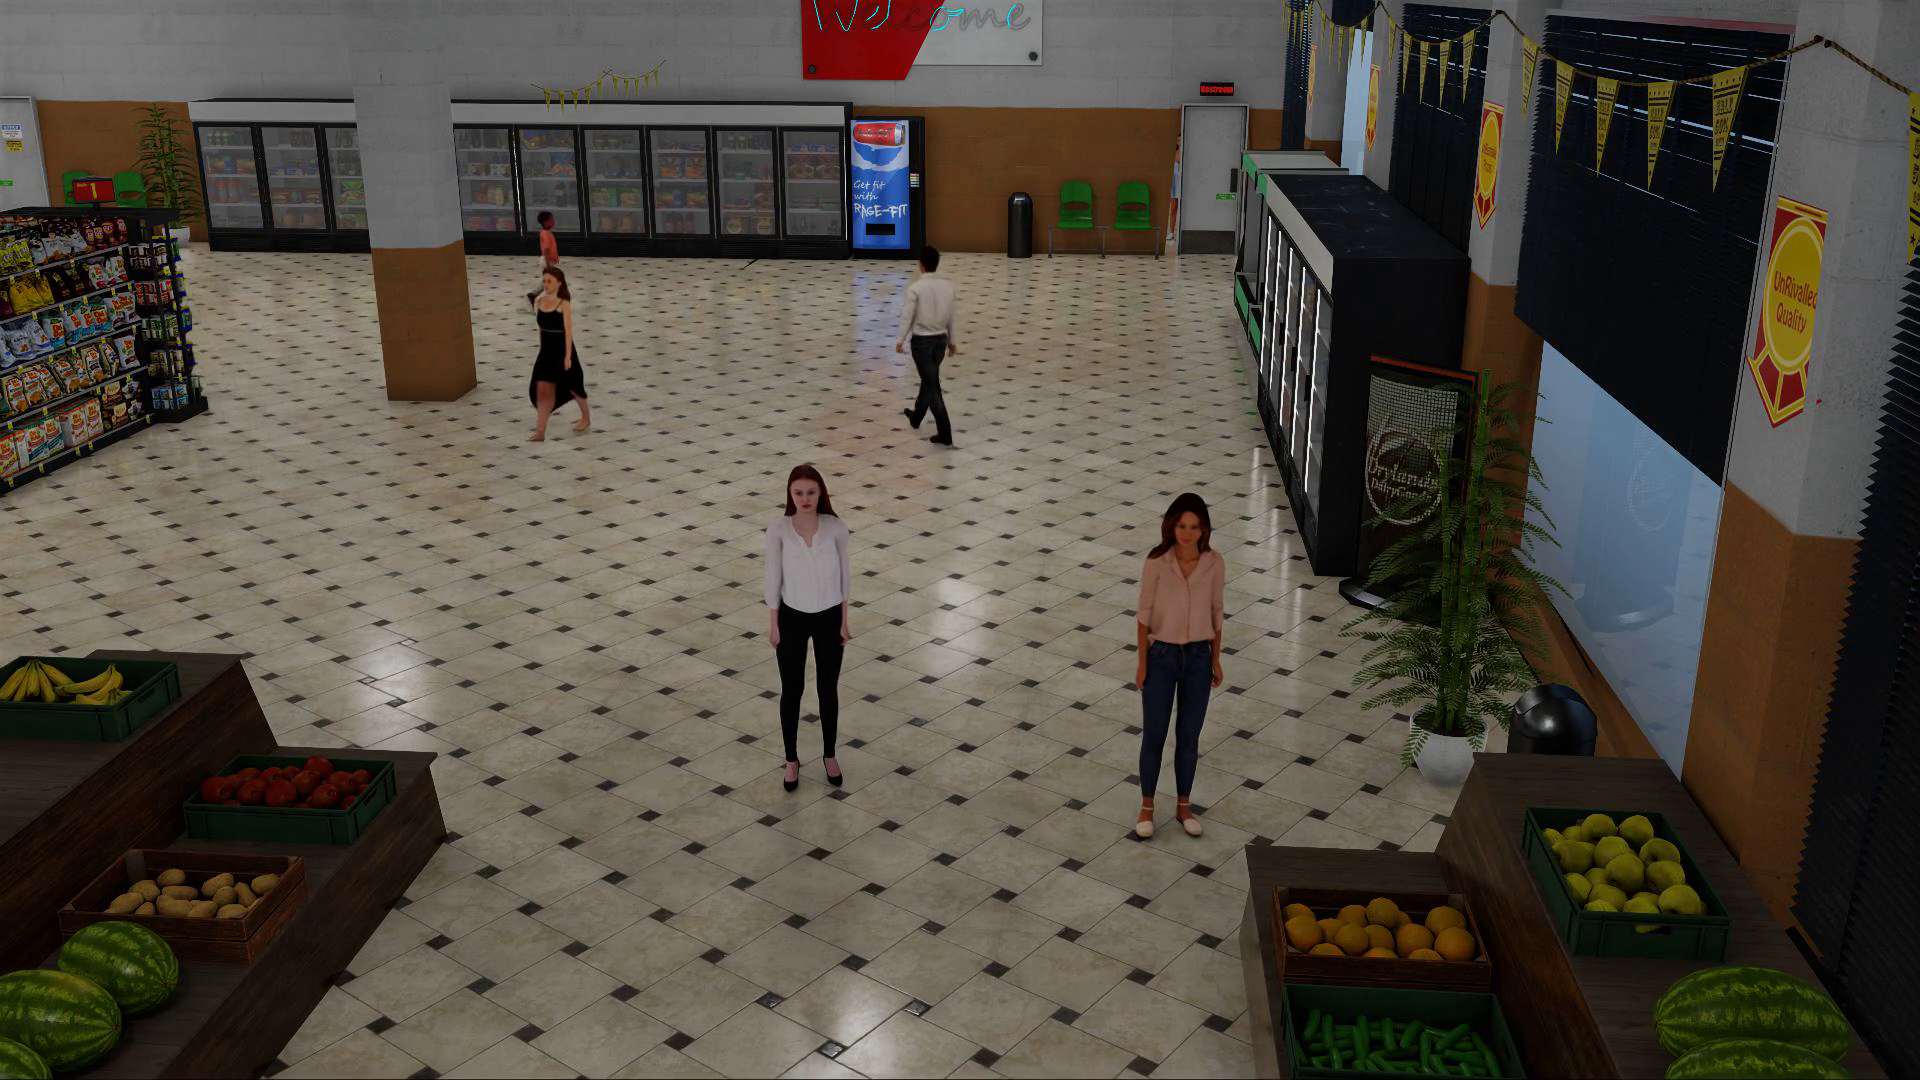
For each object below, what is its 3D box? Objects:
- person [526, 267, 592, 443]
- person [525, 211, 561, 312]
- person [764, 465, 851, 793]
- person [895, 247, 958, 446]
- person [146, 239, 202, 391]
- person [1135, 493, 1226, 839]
[{"bbox_3d":[-3.655,-1.701,15.376,0.846,1.572,1.180,8,20,23],"label":"person"},{"bbox_3d":[-5.320,-3.544,21.267,0.713,1.301,0.792,-4,19,-13],"label":"person"},{"bbox_3d":[-0.782,0.459,8.678,0.652,1.760,0.600,-4,19,-12],"label":"person"},{"bbox_3d":[-0.231,-1.726,15.145,1.106,1.768,1.239,-12,22,-31],"label":"person"},{"bbox_3d":[-8.091,-2.259,16.977,0.697,1.607,0.963,3,19,8],"label":"person"},{"bbox_3d":[1.069,0.607,8.195,0.627,1.788,0.580,-2,19,-5],"label":"person"}]
